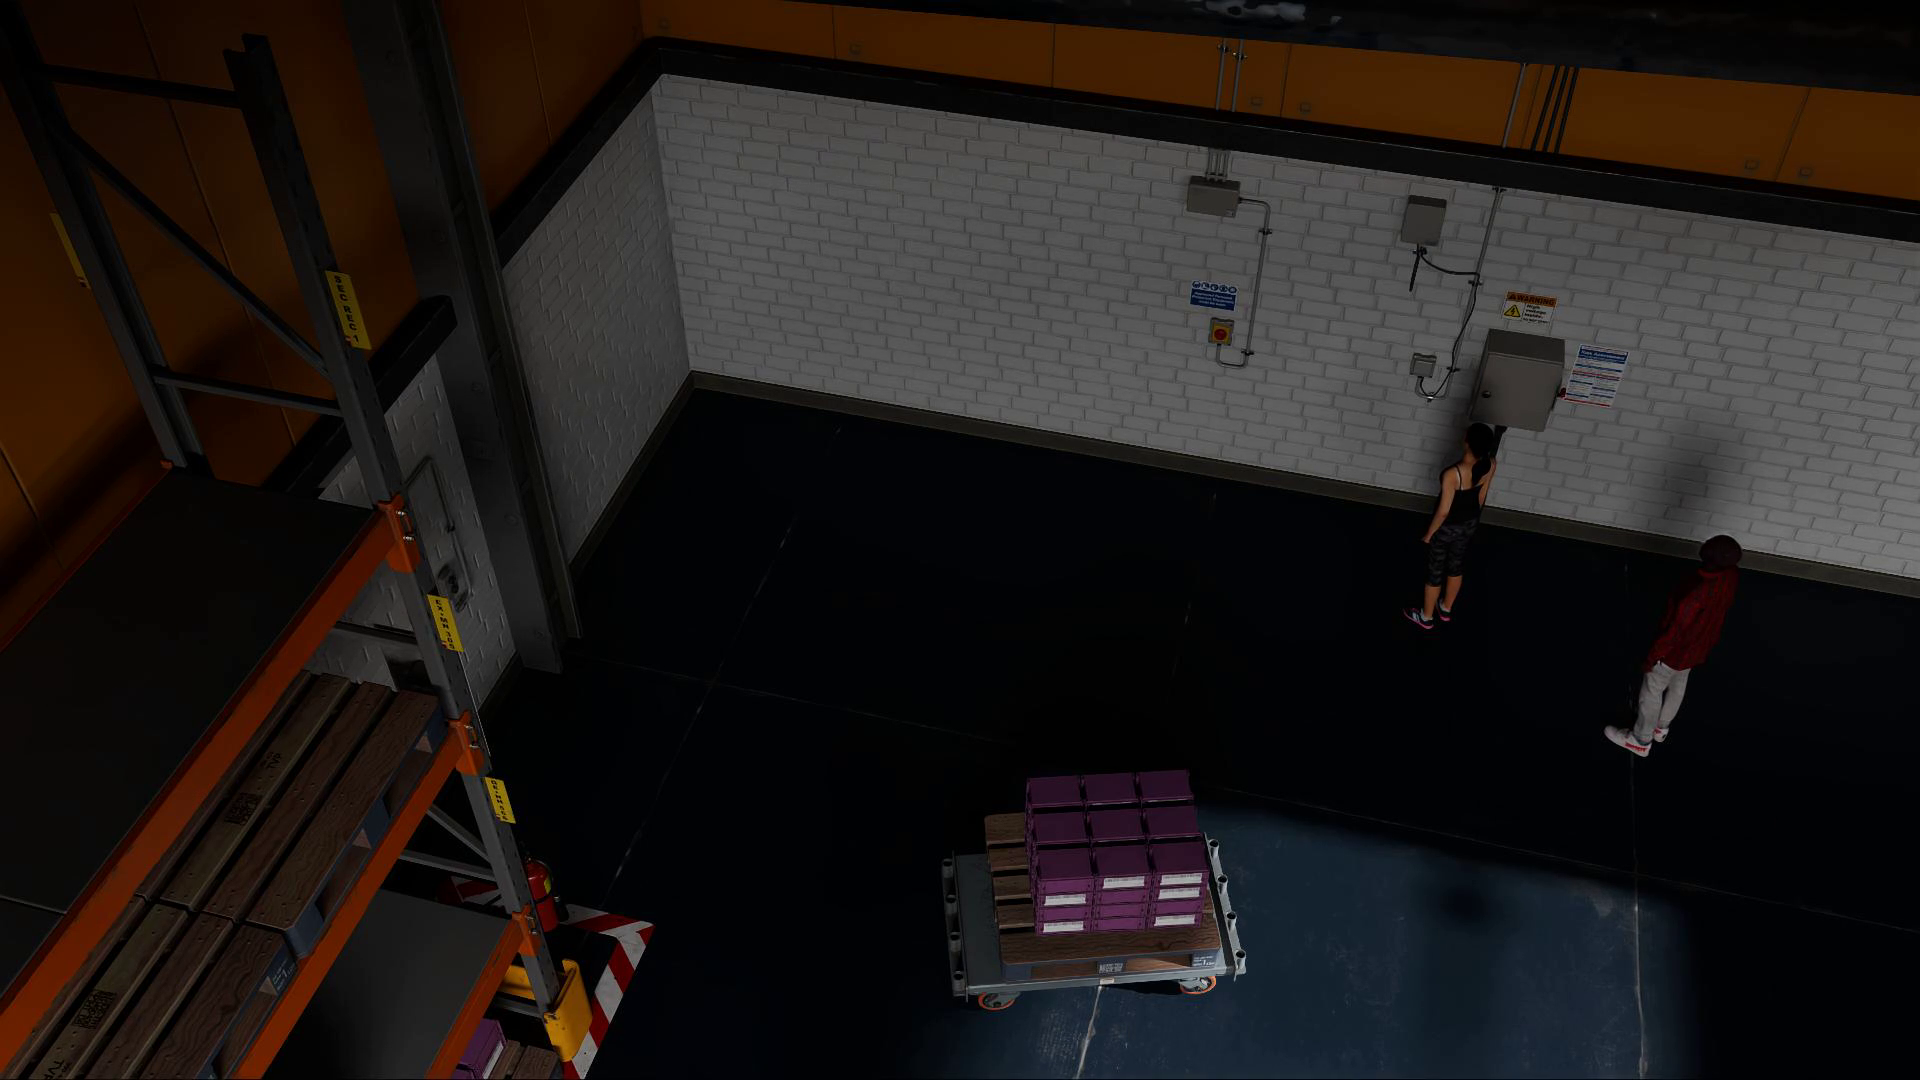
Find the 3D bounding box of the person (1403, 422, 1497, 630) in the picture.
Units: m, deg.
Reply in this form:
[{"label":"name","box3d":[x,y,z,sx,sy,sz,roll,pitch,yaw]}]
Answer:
[{"label":"person","box3d":[3.303,-0.092,11.112,0.669,1.729,0.715,-17,46,-17]}]

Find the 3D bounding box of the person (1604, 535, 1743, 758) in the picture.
[{"label":"person","box3d":[4.470,0.636,10.282,0.740,1.819,0.811,-24,49,-23]}]
